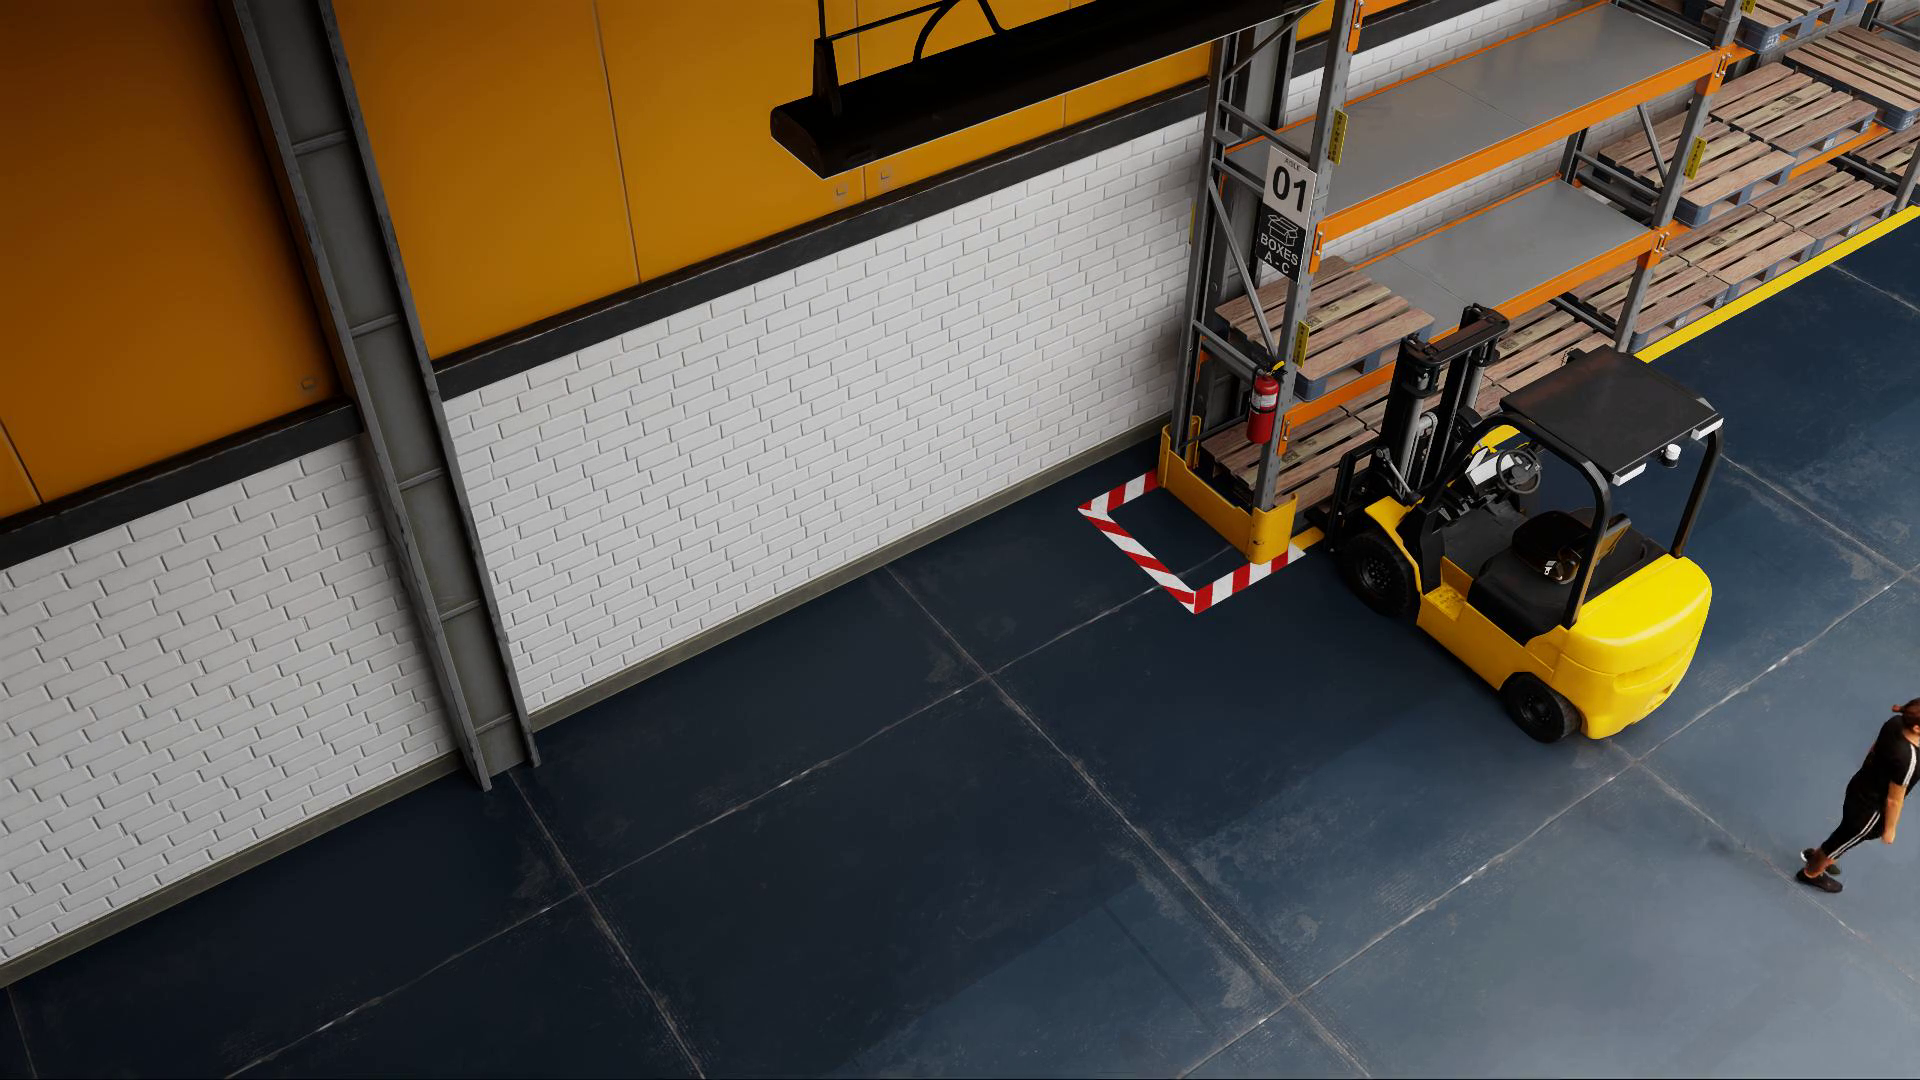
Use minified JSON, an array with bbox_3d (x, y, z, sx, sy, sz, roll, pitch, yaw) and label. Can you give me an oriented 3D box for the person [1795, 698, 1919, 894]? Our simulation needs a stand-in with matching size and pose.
[{"bbox_3d":[5.114,1.457,9.490,0.750,1.658,0.666,16,46,16],"label":"person"}]
